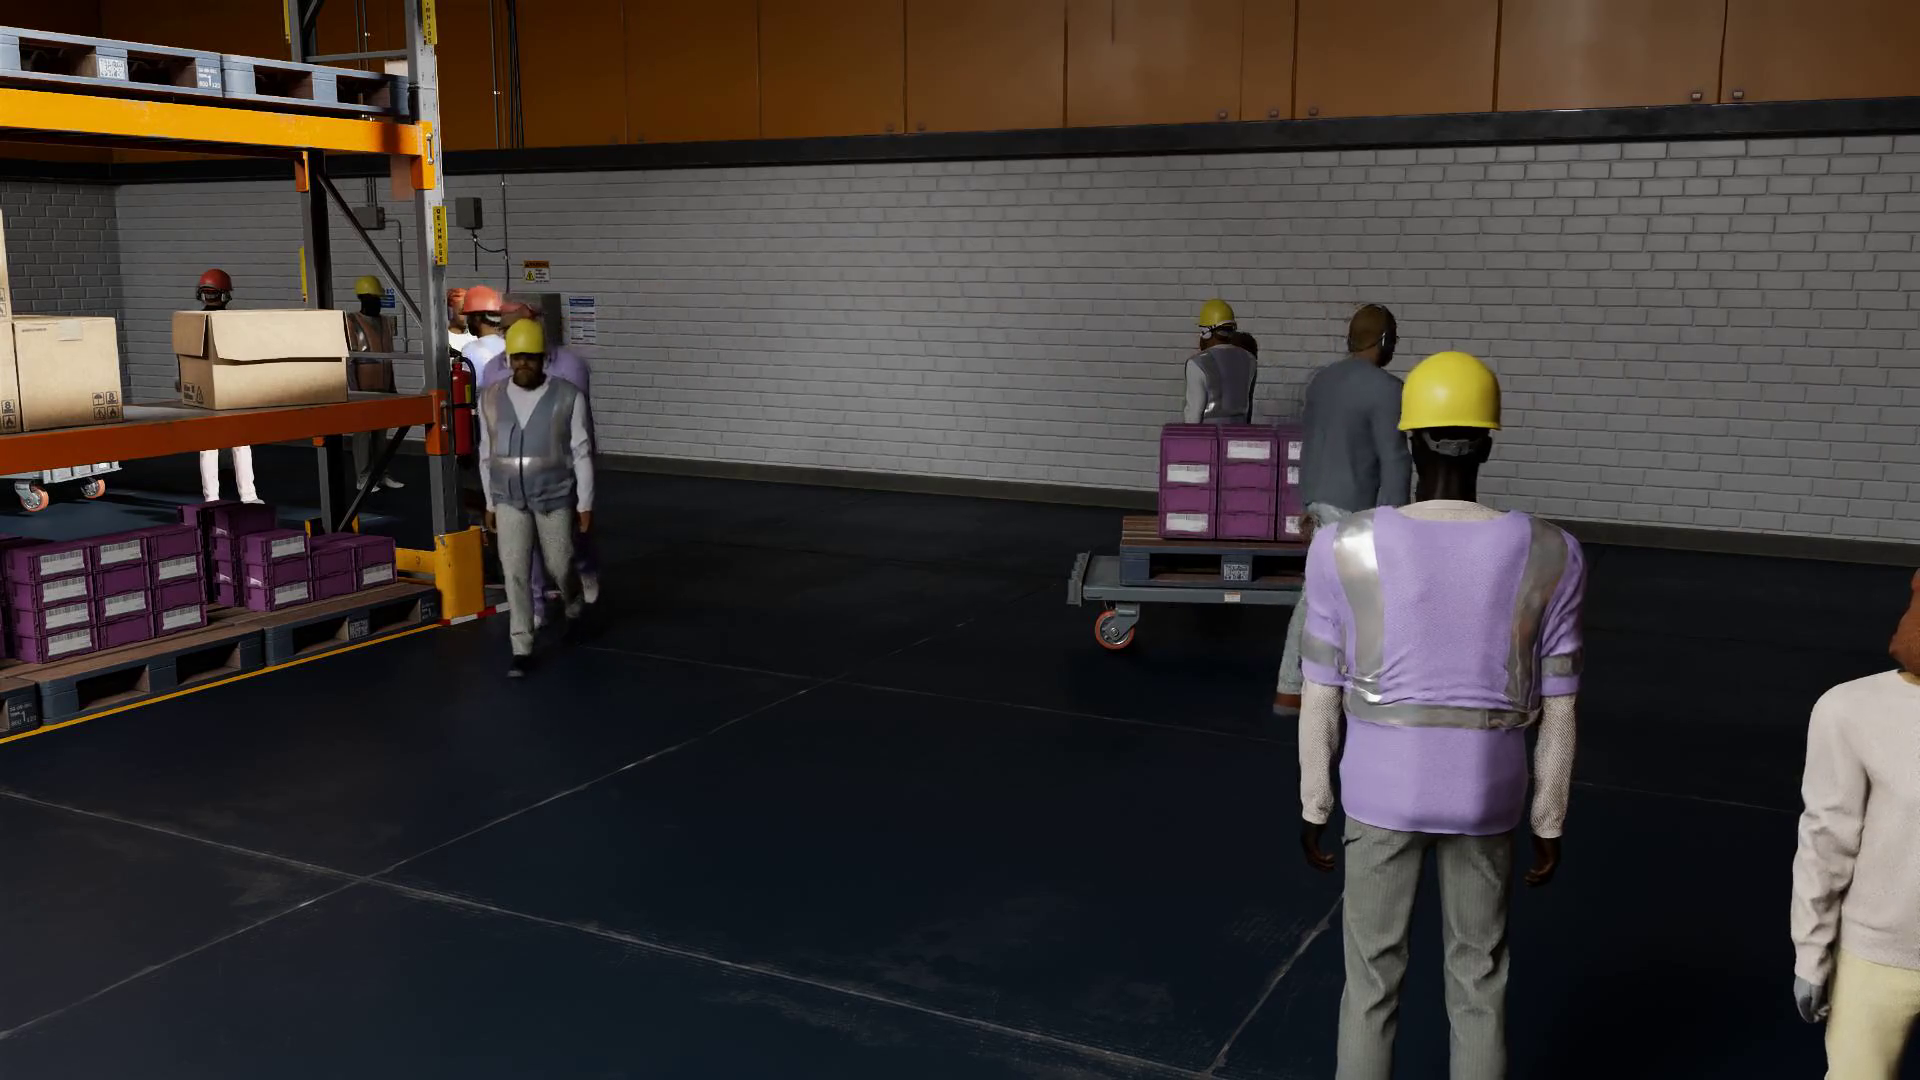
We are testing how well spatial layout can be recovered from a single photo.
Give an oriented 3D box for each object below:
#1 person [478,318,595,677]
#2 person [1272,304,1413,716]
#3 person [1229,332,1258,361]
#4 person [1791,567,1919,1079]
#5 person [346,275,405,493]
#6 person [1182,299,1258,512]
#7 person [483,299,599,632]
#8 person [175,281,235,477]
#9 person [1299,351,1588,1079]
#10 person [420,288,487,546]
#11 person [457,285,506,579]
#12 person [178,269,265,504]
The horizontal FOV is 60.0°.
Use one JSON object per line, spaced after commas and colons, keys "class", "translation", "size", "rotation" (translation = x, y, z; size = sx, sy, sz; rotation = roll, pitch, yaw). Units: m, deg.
{"class": "person", "translation": [-2.166, -0.245, 8.580], "size": [0.599, 1.808, 0.782], "rotation": [0, 10, 1]}
{"class": "person", "translation": [1.874, -0.128, 7.641], "size": [0.949, 1.879, 0.640], "rotation": [-2, 10, -12]}
{"class": "person", "translation": [1.888, -0.649, 11.533], "size": [0.792, 1.576, 0.609], "rotation": [-1, 10, -9]}
{"class": "person", "translation": [1.803, 0.794, 3.084], "size": [0.492, 1.626, 0.284], "rotation": [3, 10, 17]}
{"class": "person", "translation": [-5.255, -1.396, 14.877], "size": [0.359, 1.930, 0.587], "rotation": [4, 11, 21]}
{"class": "person", "translation": [1.632, -0.628, 10.712], "size": [0.591, 1.833, 0.403], "rotation": [-8, 13, -39]}
{"class": "person", "translation": [-2.368, -0.437, 9.495], "size": [0.660, 1.873, 0.807], "rotation": [1, 10, 7]}
{"class": "person", "translation": [-7.160, -1.568, 15.979], "size": [1.004, 1.901, 0.629], "rotation": [9, 14, 43]}
{"class": "person", "translation": [1.032, 0.552, 3.649], "size": [0.588, 1.919, 0.402], "rotation": [1, 10, 8]}
{"class": "person", "translation": [-3.565, -0.857, 11.909], "size": [0.351, 1.879, 0.577], "rotation": [7, 12, 37]}
{"class": "person", "translation": [-2.996, -0.669, 10.702], "size": [0.618, 1.920, 0.569], "rotation": [3, 10, 19]}
{"class": "person", "translation": [-6.038, -1.211, 13.615], "size": [0.625, 1.992, 0.388], "rotation": [-1, 10, -7]}
